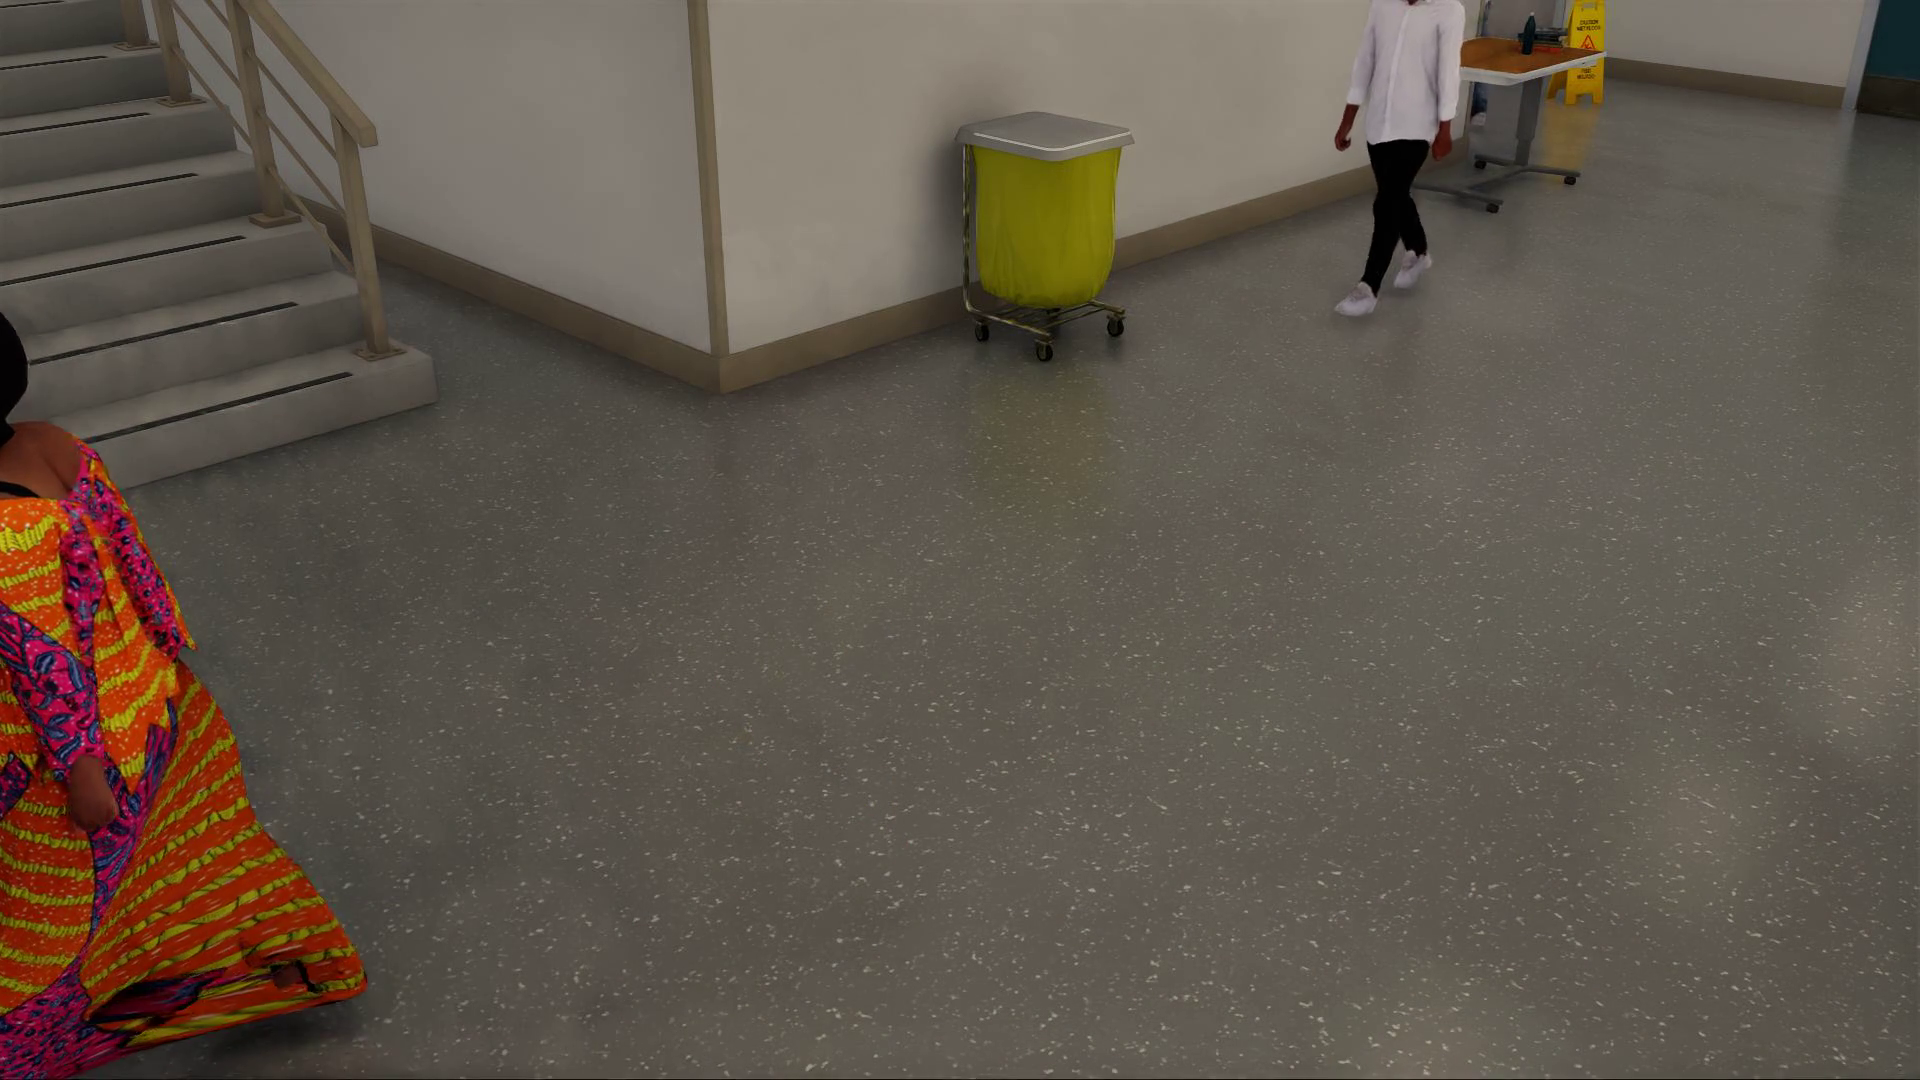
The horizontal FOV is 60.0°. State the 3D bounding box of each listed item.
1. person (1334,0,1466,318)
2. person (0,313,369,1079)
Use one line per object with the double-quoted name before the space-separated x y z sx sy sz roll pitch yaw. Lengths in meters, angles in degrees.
"person" 2.103 -1.969 7.782 0.728 1.771 1.061 -21 33 -37
"person" -1.630 0.331 3.153 1.116 1.648 1.203 -6 26 -12
